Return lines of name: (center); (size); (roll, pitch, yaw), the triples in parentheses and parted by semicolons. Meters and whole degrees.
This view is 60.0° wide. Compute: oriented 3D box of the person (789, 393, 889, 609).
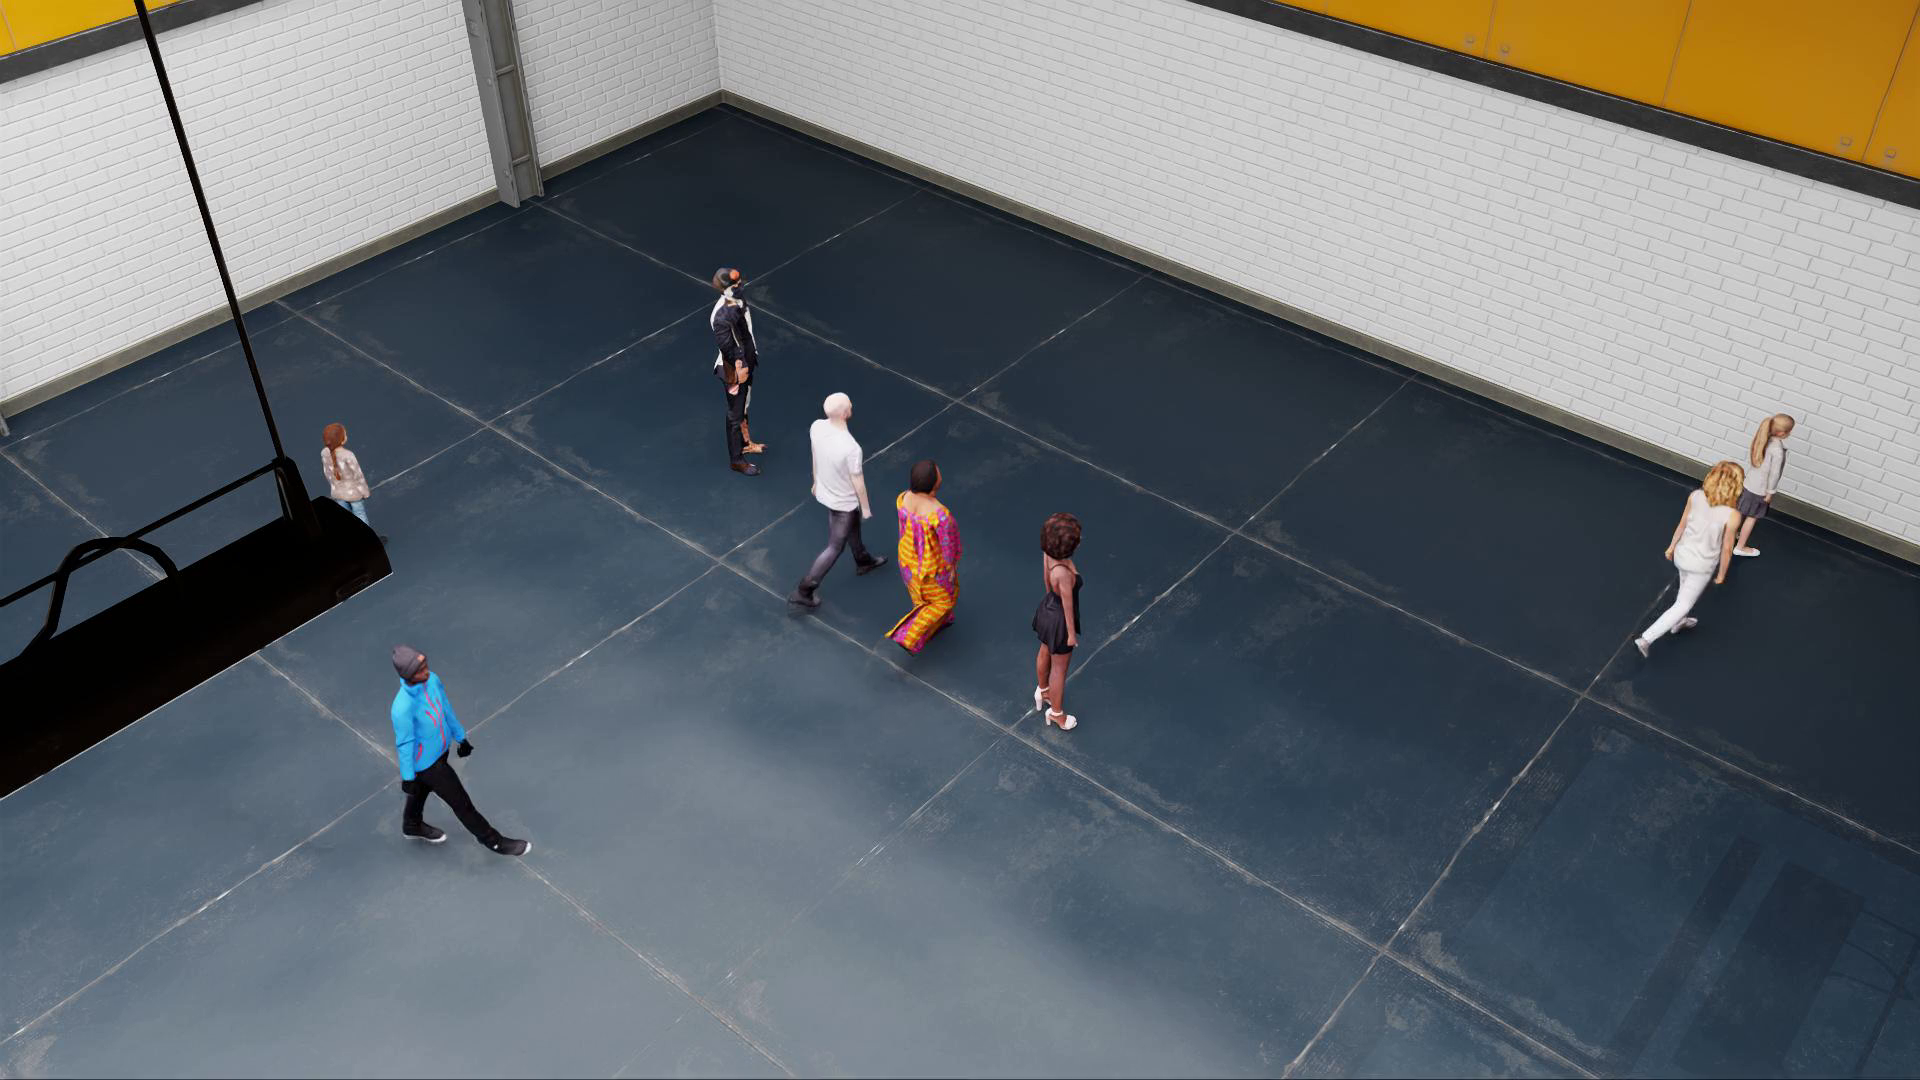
person: (-0.986, -0.270, 12.493); (1.272, 1.805, 0.848); (-25, 45, -28)

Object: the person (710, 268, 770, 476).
person: (-1.864, -1.437, 13.884); (0.838, 1.892, 0.724); (5, 39, 6)

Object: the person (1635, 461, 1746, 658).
person: (5.292, 0.161, 12.083); (1.111, 1.642, 0.855); (-19, 42, -22)

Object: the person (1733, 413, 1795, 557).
person: (6.321, -0.456, 13.148); (0.660, 1.278, 0.601); (-4, 39, -5)

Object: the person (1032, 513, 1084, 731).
person: (0.671, 0.561, 11.464); (0.683, 1.790, 0.649); (-11, 40, -14)

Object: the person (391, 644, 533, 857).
person: (-3.426, 1.357, 10.511); (1.091, 1.735, 1.192); (6, 39, 7)

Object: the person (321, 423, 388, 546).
person: (-4.849, -0.412, 13.160); (0.550, 1.194, 0.557); (11, 40, 13)

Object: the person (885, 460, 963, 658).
person: (-0.267, 0.152, 12.080); (0.959, 1.659, 0.714); (-30, 48, -32)
